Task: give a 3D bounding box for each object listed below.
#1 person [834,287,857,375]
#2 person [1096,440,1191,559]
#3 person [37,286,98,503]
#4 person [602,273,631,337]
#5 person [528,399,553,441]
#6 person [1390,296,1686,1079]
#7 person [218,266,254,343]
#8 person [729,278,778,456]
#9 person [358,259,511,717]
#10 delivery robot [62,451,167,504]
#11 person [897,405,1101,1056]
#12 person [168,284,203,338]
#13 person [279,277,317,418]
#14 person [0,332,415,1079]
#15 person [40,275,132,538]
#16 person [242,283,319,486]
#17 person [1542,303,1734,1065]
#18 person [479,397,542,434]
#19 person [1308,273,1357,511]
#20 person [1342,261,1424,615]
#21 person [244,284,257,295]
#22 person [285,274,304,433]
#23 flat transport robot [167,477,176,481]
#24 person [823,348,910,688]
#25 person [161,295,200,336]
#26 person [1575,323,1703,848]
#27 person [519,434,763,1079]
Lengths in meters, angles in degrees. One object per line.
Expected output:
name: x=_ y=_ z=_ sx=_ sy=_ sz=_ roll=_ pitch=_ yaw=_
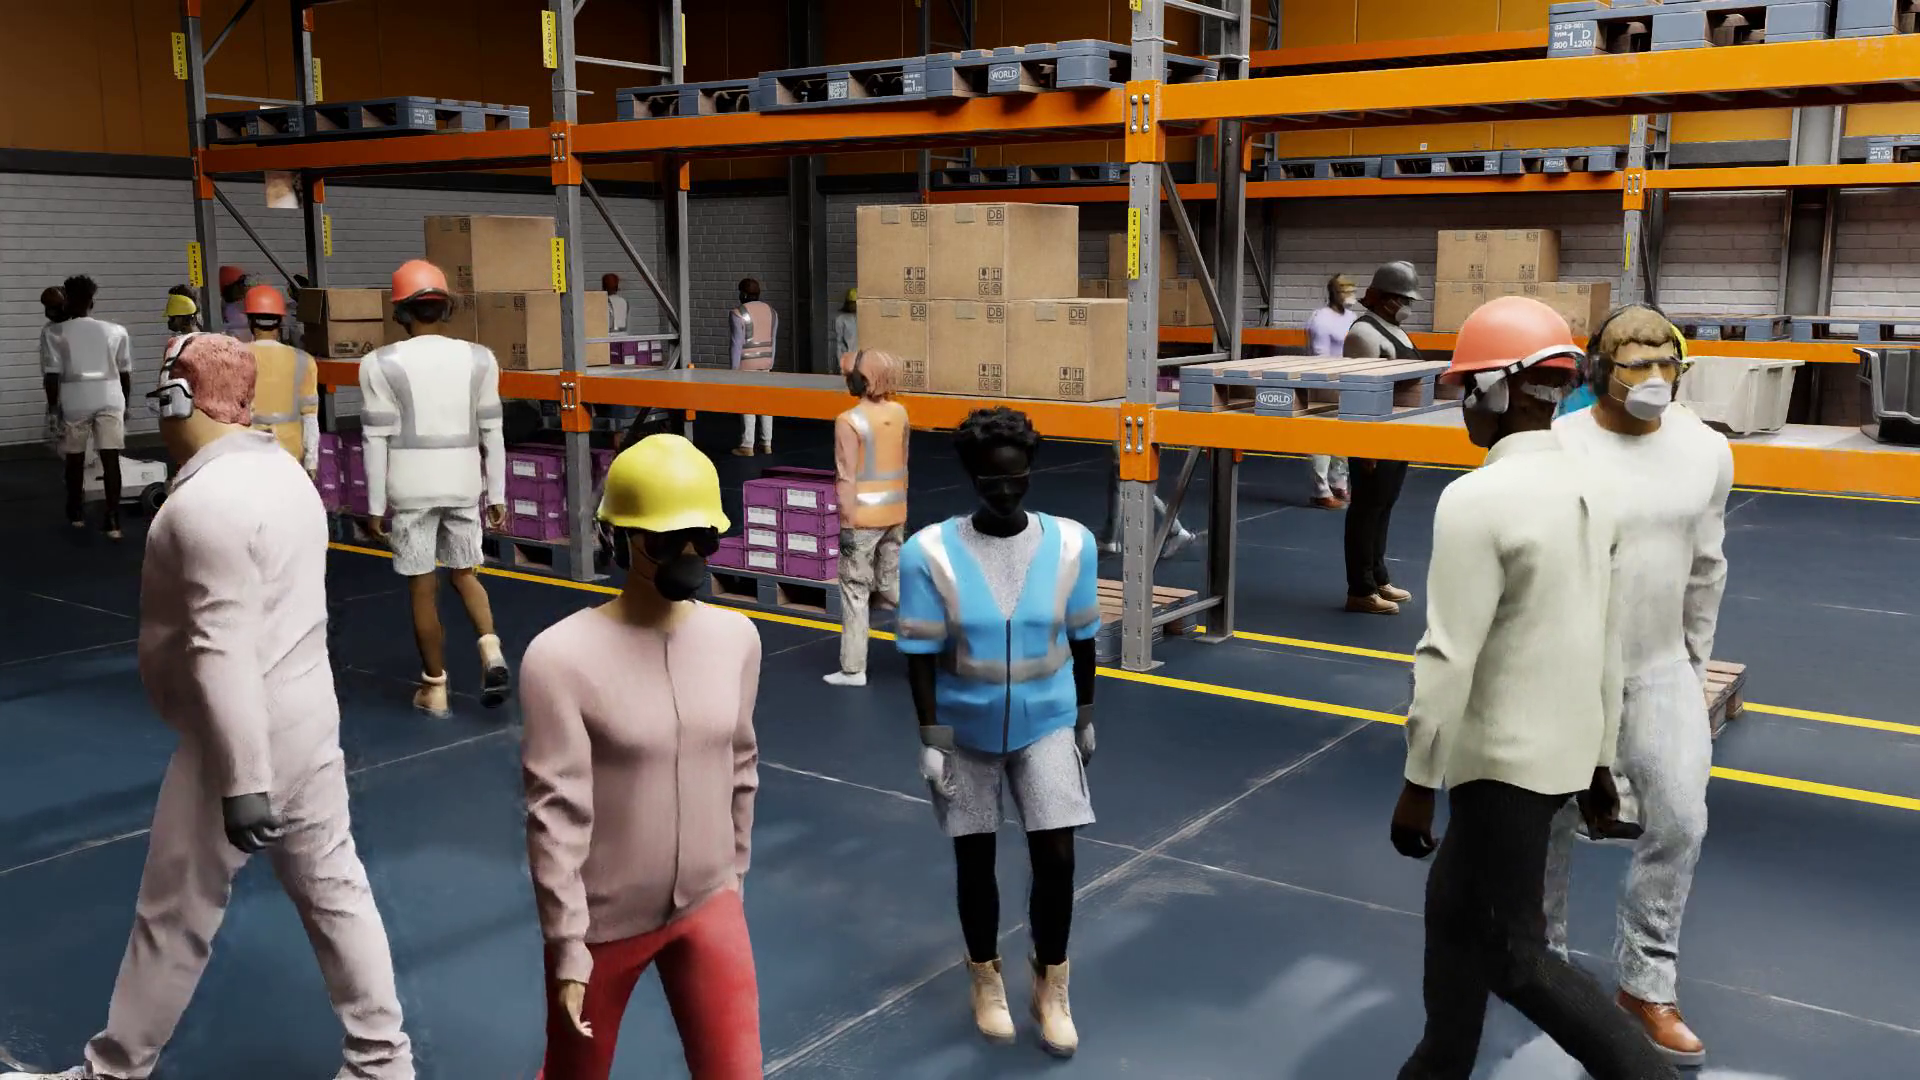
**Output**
person: x=-1.215 y=-1.998 z=18.884 sx=0.493 sy=1.730 sz=0.417 roll=-6 pitch=11 yaw=-31
person: x=1.214 y=-0.672 z=11.344 sx=0.765 sy=1.608 sz=0.505 roll=4 pitch=10 yaw=24
person: x=-7.424 y=-1.209 z=13.908 sx=0.639 sy=1.816 sz=0.433 roll=5 pitch=11 yaw=28
person: x=-4.320 y=-2.381 z=20.692 sx=0.446 sy=1.877 sz=0.611 roll=5 pitch=11 yaw=29
person: x=-4.718 y=-2.049 z=18.817 sx=0.384 sy=1.845 sz=0.570 roll=-3 pitch=10 yaw=-18
person: x=1.256 y=0.471 z=3.504 sx=0.904 sy=1.954 sz=0.621 roll=9 pitch=13 yaw=42
person: x=-6.716 y=-1.572 z=15.613 sx=1.046 sy=1.968 sz=0.617 roll=2 pitch=10 yaw=10
person: x=-2.183 y=-1.794 z=17.320 sx=0.429 sy=1.844 sz=0.624 roll=7 pitch=12 yaw=38
person: x=-2.279 y=-0.202 z=7.278 sx=0.607 sy=2.030 sz=0.580 roll=-7 pitch=12 yaw=-37
delivery robot: x=-6.640 y=-0.486 z=13.070 sx=0.477 sy=0.478 sz=0.707 roll=8 pitch=12 yaw=40
person: x=0.104 y=0.494 z=4.197 sx=0.536 sy=1.674 sz=0.496 roll=-1 pitch=10 yaw=-6
person: x=-6.671 y=-1.337 z=14.653 sx=0.656 sy=1.823 sz=0.536 roll=1 pitch=10 yaw=8
person: x=-6.351 y=-1.619 z=16.199 sx=0.313 sy=1.866 sz=0.538 roll=8 pitch=13 yaw=40
person: x=-1.740 y=0.464 z=3.832 sx=0.978 sy=1.853 sz=0.664 roll=-1 pitch=10 yaw=-4
person: x=-6.476 y=-0.999 z=12.373 sx=0.603 sy=1.908 sz=0.996 roll=-6 pitch=12 yaw=-34
person: x=-3.869 y=-0.483 z=9.348 sx=0.553 sy=1.907 sz=0.940 roll=-7 pitch=12 yaw=-35
person: x=1.675 y=0.366 z=4.232 sx=0.655 sy=1.910 sz=0.739 roll=-1 pitch=10 yaw=-7
person: x=-5.154 y=-2.156 z=19.380 sx=1.041 sy=1.875 sz=0.654 roll=-2 pitch=10 yaw=-12
person: x=3.061 y=-1.180 z=13.407 sx=0.492 sy=1.924 sz=0.665 roll=9 pitch=13 yaw=42
person: x=2.489 y=-0.605 z=9.643 sx=0.536 sy=2.000 sz=0.676 roll=5 pitch=11 yaw=27
person: x=-7.806 y=-1.945 z=18.445 sx=0.528 sy=1.765 sz=0.327 roll=6 pitch=11 yaw=31
person: x=-7.398 y=-2.045 z=18.739 sx=0.508 sy=1.867 sz=0.329 roll=-7 pitch=12 yaw=-35
flat transport robot: x=-5.979 y=-0.443 z=13.939 sx=1.431 sy=0.197 sz=0.652 roll=-6 pitch=11 yaw=-33
person: x=-0.348 y=-0.082 z=7.773 sx=0.615 sy=1.624 sz=0.522 roll=7 pitch=12 yaw=34
person: x=-6.065 y=-1.048 z=13.135 sx=0.348 sy=1.761 sz=0.531 roll=-4 pitch=10 yaw=-22
person: x=2.341 y=0.148 z=5.777 sx=0.403 sy=1.833 sz=0.586 roll=7 pitch=12 yaw=36
person: x=-0.608 y=0.652 z=3.086 sx=0.534 sy=1.729 sz=0.882 roll=-8 pitch=13 yaw=-41
